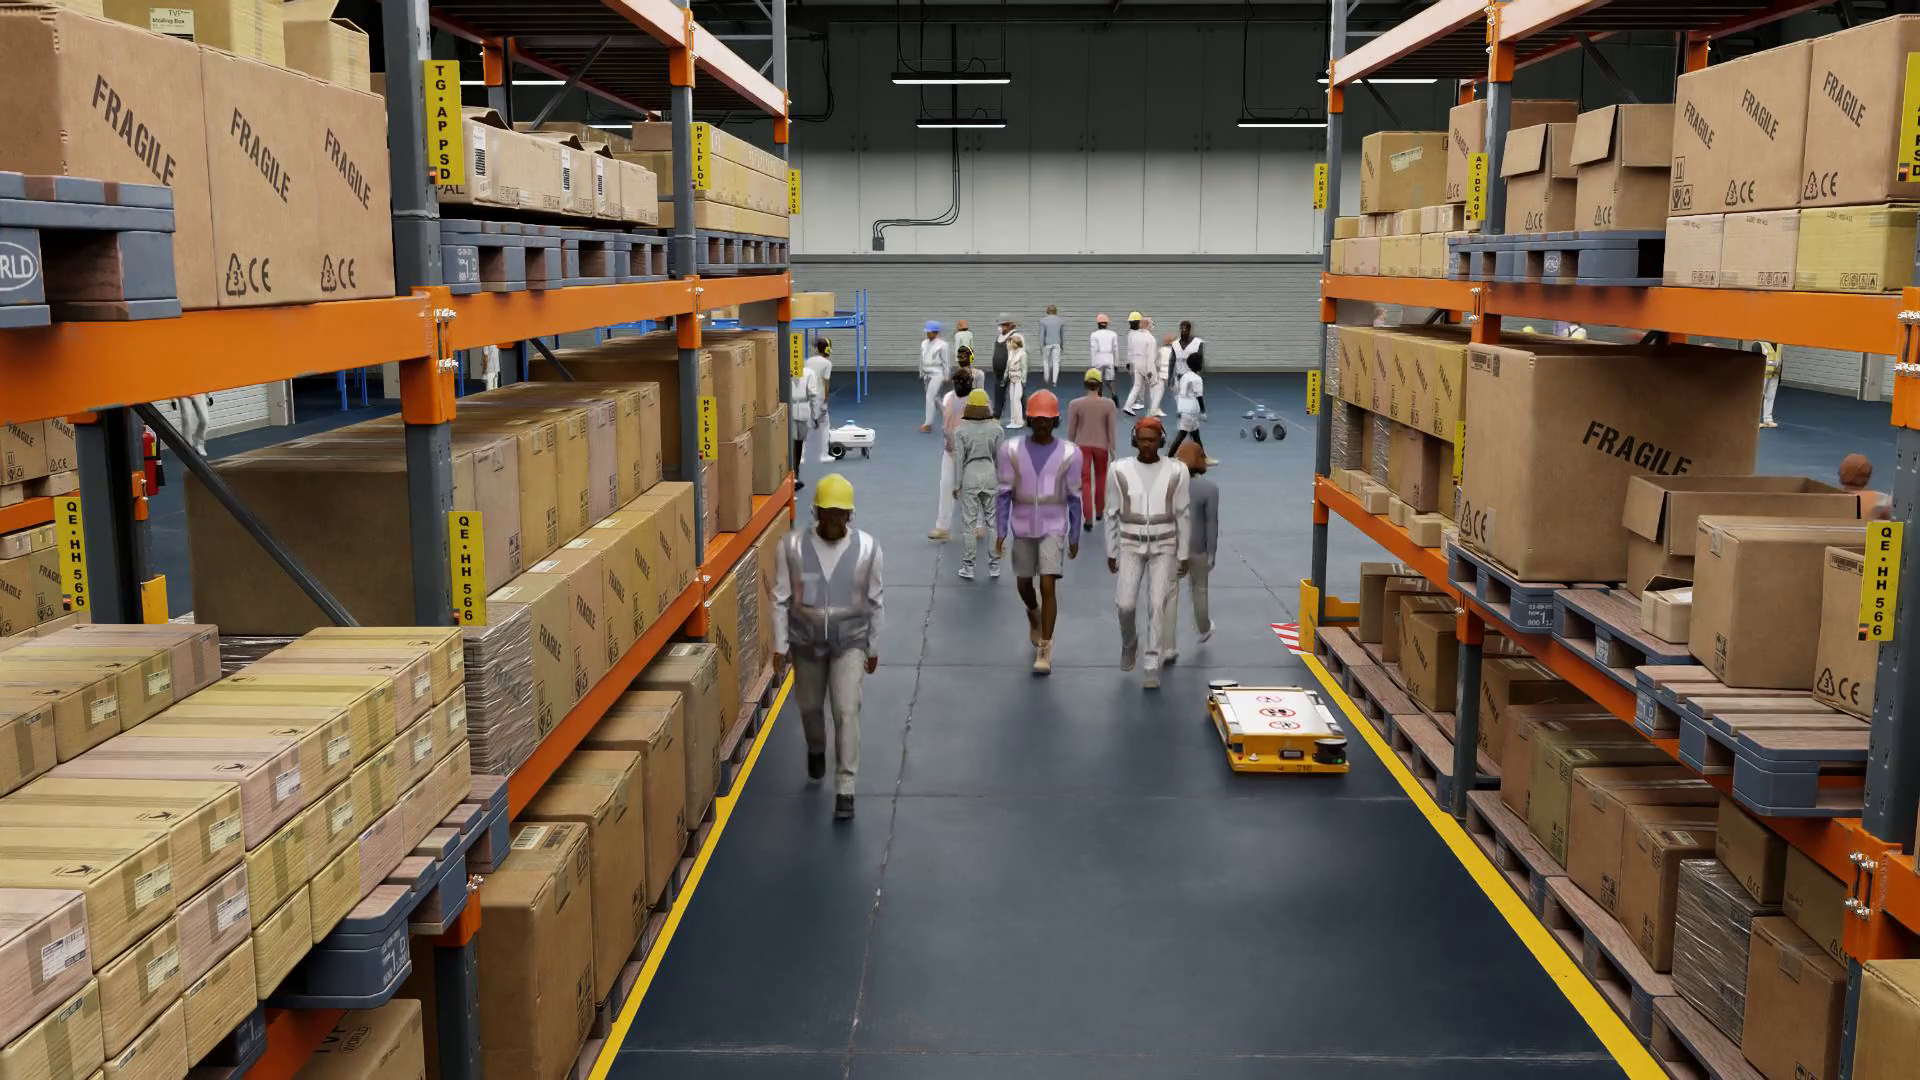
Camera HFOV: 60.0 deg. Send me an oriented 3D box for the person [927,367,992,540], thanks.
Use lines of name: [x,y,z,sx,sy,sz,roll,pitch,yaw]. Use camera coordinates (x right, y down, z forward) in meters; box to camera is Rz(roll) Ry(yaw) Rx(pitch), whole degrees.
person: [-0.019,-0.885,17.325,0.658,1.807,0.847,7,12,35]

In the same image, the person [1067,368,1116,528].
person: [1.455,-1.028,18.405,0.540,1.726,0.864,1,9,4]

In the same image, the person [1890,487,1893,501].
person: [7.607,-0.212,13.018,0.737,1.916,0.646,0,9,2]

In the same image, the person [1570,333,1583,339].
person: [9.961,-2.468,26.955,0.310,1.766,0.535,9,13,43]

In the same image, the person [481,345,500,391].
person: [-8.430,-2.998,29.850,0.311,1.864,0.511,1,10,8]

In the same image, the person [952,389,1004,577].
person: [0.169,-0.525,15.389,0.497,1.743,0.316,-2,10,-12]

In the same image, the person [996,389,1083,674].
person: [0.590,-0.102,12.042,0.610,2.015,0.869,2,10,11]

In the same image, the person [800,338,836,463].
person: [-2.130,-2.018,24.183,0.521,1.810,0.694,6,11,33]

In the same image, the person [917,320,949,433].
person: [-0.403,-2.831,28.688,0.854,1.919,0.609,-8,12,-39]

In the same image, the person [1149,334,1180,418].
person: [3.854,-3.003,30.706,0.859,1.587,0.498,-7,12,-35]

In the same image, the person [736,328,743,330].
person: [-3.147,-2.066,23.993,0.683,1.948,0.941,-5,11,-29]

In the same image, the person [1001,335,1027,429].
person: [0.968,-2.758,29.106,0.414,1.629,0.524,-4,10,-24]

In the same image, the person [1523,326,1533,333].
person: [10.249,-3.006,30.208,0.536,1.748,0.467,9,13,43]

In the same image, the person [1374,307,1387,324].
person: [9.857,-4.487,38.783,0.987,1.857,0.648,-2,10,-11]

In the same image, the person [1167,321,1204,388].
person: [3.834,-2.808,28.577,0.633,1.893,0.714,8,12,38]

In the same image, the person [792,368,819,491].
person: [-2.114,-1.590,21.356,0.550,1.887,1.010,-4,10,-20]

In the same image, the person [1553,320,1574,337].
person: [15.430,-5.105,42.347,0.642,1.903,0.399,8,13,41]

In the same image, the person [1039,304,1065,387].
person: [2.152,-4.585,39.170,0.653,1.910,0.782,-1,10,-9]

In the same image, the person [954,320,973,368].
person: [0.082,-4.092,37.074,0.505,1.632,0.277,-8,13,-42]

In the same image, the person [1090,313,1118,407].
person: [2.838,-3.467,32.513,0.559,1.913,0.704,-2,10,-14]

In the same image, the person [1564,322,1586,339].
person: [13.083,-3.883,35.264,0.560,1.828,0.508,-5,11,-29]

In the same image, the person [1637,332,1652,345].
person: [10.473,-2.272,25.599,1.001,1.831,0.582,-4,10,-22]

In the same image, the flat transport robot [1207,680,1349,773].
flat transport robot: [1.901,1.115,10.085,0.652,0.197,1.431,0,9,2]

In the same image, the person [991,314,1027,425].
person: [0.812,-3.020,29.562,0.921,2.000,0.815,-6,11,-30]

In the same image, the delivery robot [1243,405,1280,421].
delivery robot: [4.986,-2.109,27.490,0.335,0.223,0.698,-6,11,-30]

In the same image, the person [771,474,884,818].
person: [-0.707,0.518,8.972,0.595,1.803,0.834,0,9,-1]

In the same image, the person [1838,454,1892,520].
person: [6.133,0.199,11.512,0.495,1.583,0.906,5,11,27]

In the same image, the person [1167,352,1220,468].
person: [3.249,-1.804,23.332,0.884,1.643,0.546,-2,10,-12]

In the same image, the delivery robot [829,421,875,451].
delivery robot: [-1.633,-1.540,24.860,0.707,0.478,0.477,-2,10,-9]

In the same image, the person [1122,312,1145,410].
person: [3.487,-3.560,33.009,0.382,1.928,0.587,-4,10,-24]

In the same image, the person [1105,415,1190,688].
person: [1.291,0.071,11.440,0.580,1.874,0.448,1,10,6]

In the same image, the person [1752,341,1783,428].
person: [14.254,-2.901,29.352,0.630,1.836,0.429,-3,10,-18]

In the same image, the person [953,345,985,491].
person: [0.090,-1.543,21.146,0.500,1.862,0.331,7,12,35]

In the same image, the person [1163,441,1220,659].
person: [1.689,0.056,12.358,0.511,1.582,0.880,4,10,22]

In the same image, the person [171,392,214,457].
person: [-11.368,-2.153,24.596,0.468,1.915,0.640,9,13,44]

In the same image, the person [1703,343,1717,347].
person: [9.824,-1.661,21.889,0.569,1.840,0.377,0,9,2]

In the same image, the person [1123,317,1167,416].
person: [3.485,-3.266,31.457,0.874,1.883,0.646,-6,11,-33]
